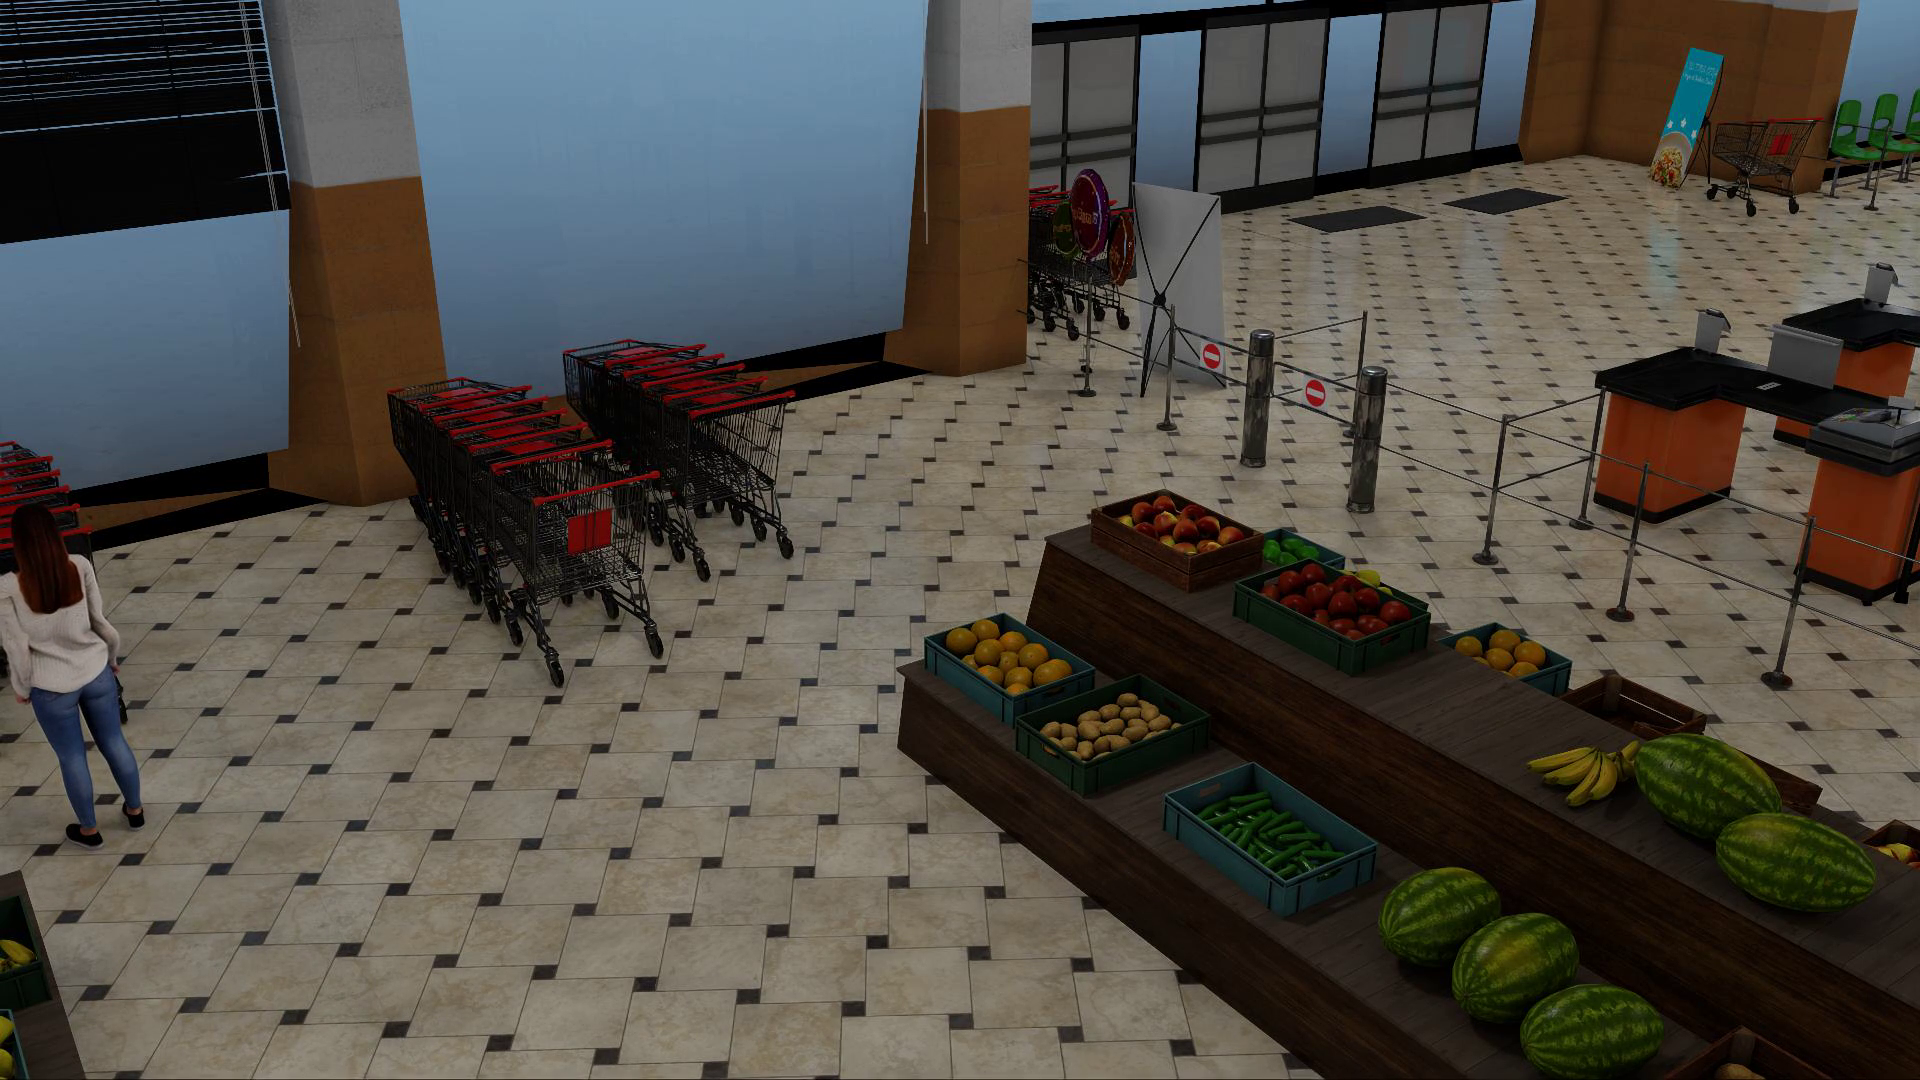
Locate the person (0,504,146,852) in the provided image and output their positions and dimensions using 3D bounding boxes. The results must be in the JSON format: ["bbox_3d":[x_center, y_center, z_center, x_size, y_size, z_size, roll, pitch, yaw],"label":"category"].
[{"bbox_3d":[-4.042,0.622,7.562,0.610,1.692,0.657,21,31,39],"label":"person"}]
